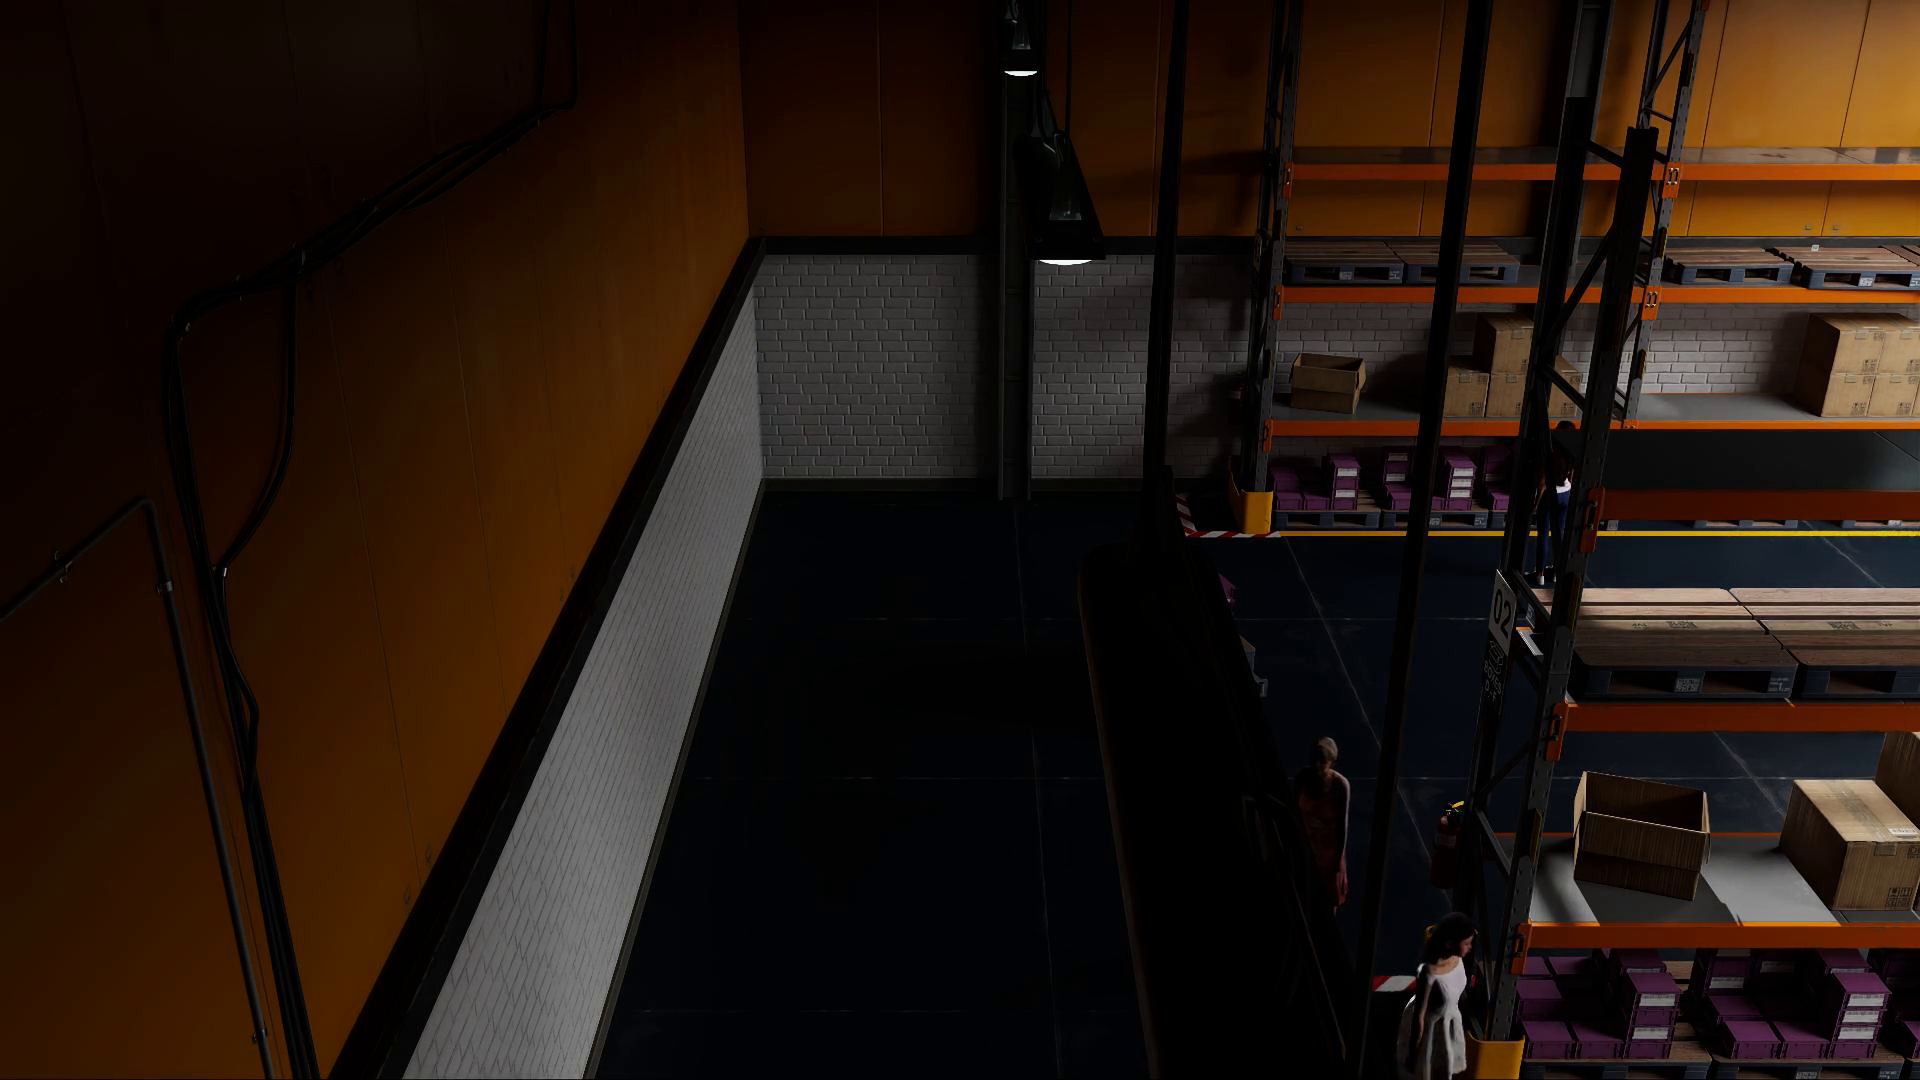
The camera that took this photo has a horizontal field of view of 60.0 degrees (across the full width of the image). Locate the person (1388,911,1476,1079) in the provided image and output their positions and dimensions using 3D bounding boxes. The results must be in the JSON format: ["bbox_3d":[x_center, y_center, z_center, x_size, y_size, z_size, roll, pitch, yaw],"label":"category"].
[{"bbox_3d":[2.677,2.875,9.704,0.952,1.757,1.015,-19,30,-37],"label":"person"}]

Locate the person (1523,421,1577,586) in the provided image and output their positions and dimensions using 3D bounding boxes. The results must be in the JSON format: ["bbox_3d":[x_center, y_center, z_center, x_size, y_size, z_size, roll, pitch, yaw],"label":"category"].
[{"bbox_3d":[6.136,-0.390,17.150,0.547,1.775,0.702,-7,25,-15],"label":"person"}]

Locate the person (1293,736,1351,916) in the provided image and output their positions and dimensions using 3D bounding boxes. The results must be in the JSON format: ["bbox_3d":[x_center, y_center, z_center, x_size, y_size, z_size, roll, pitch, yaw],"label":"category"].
[{"bbox_3d":[2.495,2.099,11.568,0.683,1.686,0.770,13,27,28],"label":"person"}]
